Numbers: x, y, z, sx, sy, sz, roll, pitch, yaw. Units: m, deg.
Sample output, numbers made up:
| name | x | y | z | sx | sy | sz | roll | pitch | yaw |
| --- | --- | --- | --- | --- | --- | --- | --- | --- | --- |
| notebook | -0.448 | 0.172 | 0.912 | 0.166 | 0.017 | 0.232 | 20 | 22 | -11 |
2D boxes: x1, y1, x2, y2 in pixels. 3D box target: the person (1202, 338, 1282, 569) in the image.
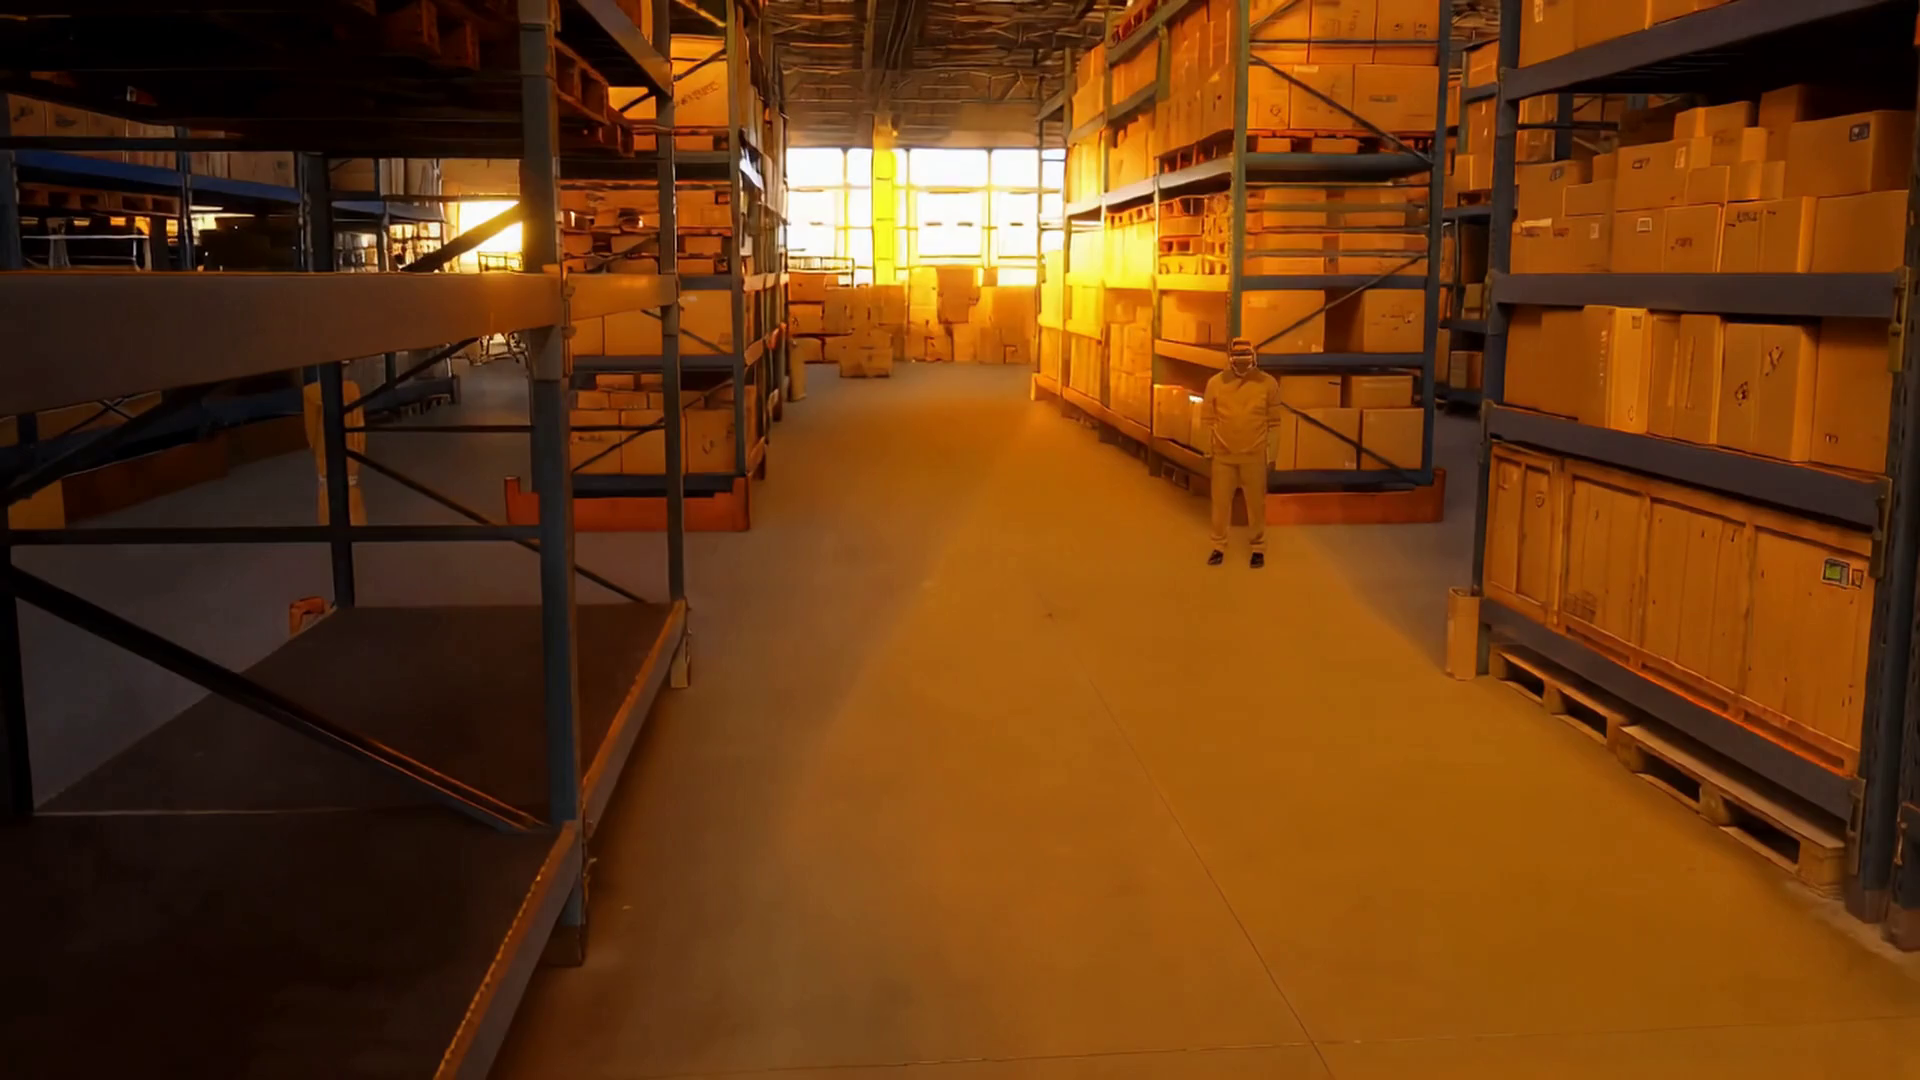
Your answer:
| name | x | y | z | sx | sy | sz | roll | pitch | yaw |
| --- | --- | --- | --- | --- | --- | --- | --- | --- | --- |
| person | 2.302 | -0.709 | 13.678 | 0.642 | 1.898 | 0.397 | 3 | 10 | 20 |

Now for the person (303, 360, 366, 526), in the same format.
| name | x | y | z | sx | sy | sz | roll | pitch | yaw |
| --- | --- | --- | --- | --- | --- | --- | --- | --- | --- |
| person | -5.668 | -0.878 | 15.123 | 0.525 | 1.772 | 0.301 | -1 | 9 | -7 |
